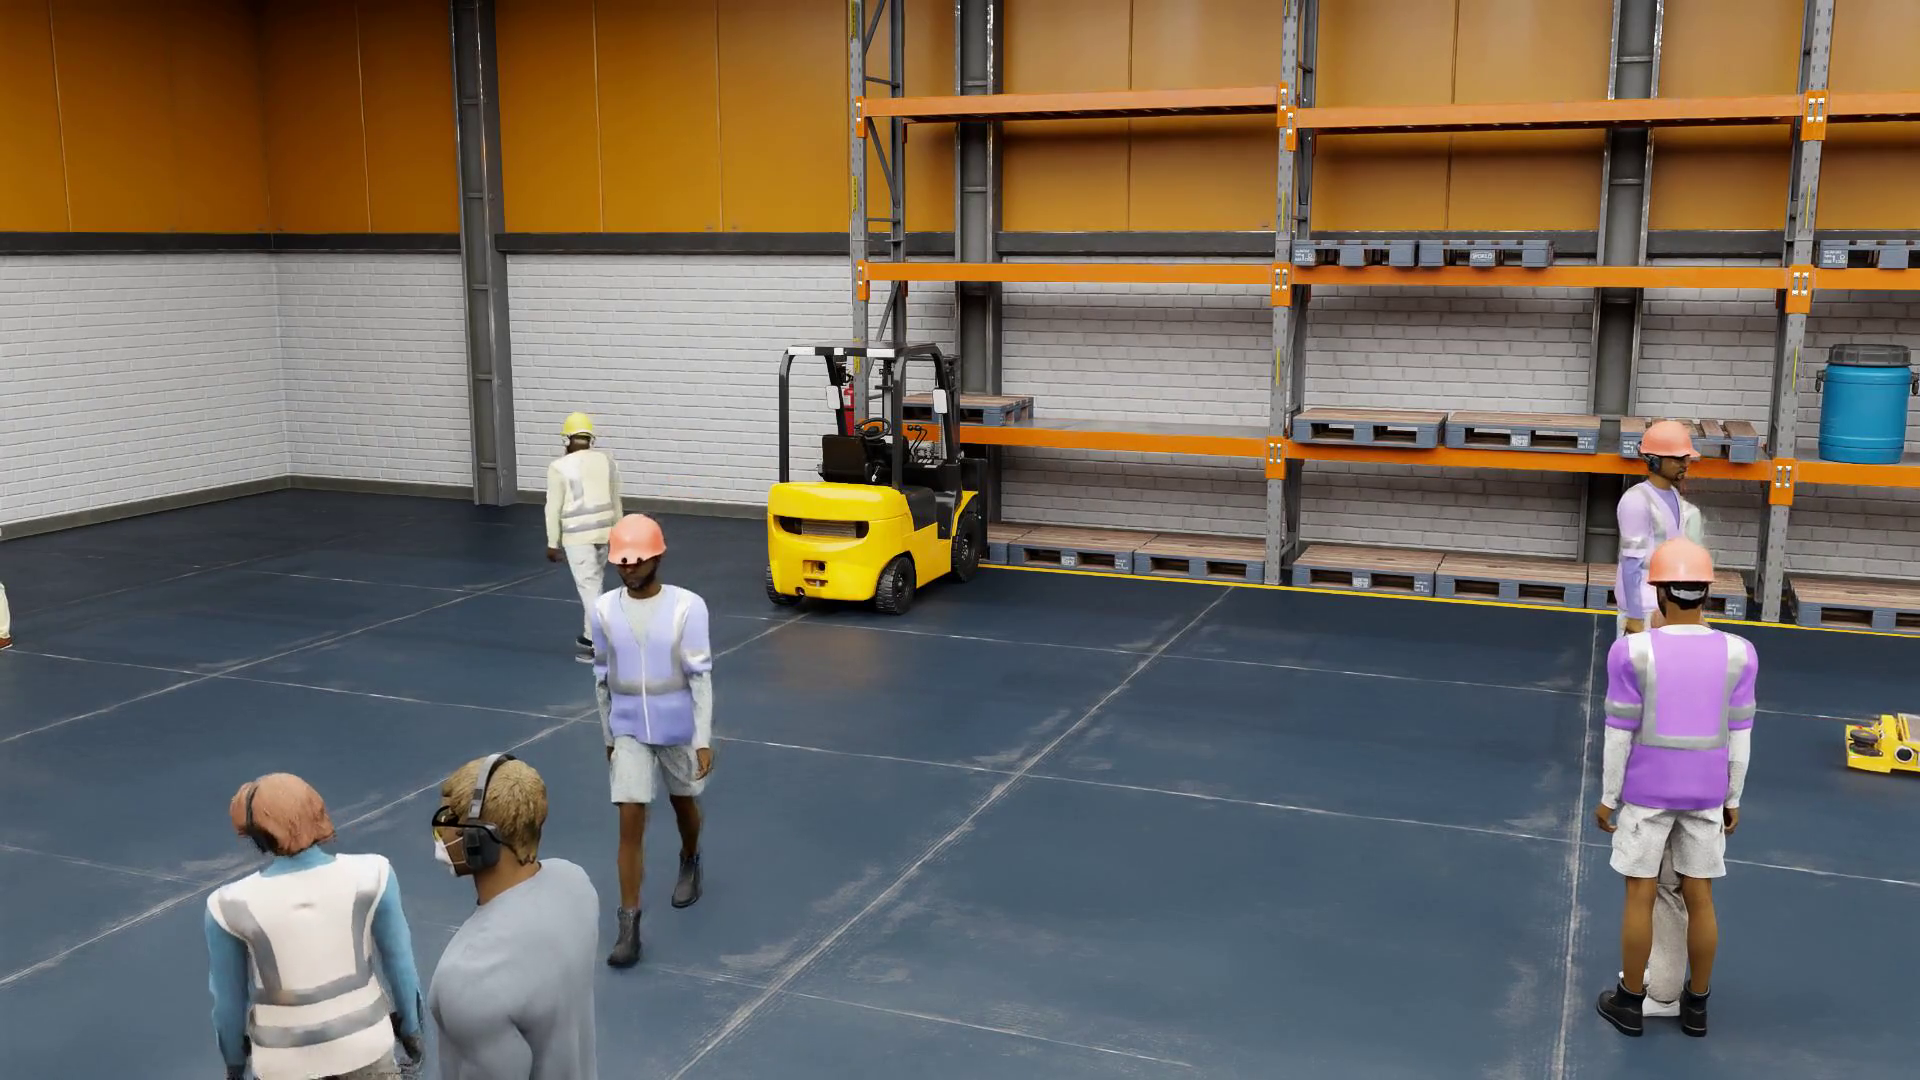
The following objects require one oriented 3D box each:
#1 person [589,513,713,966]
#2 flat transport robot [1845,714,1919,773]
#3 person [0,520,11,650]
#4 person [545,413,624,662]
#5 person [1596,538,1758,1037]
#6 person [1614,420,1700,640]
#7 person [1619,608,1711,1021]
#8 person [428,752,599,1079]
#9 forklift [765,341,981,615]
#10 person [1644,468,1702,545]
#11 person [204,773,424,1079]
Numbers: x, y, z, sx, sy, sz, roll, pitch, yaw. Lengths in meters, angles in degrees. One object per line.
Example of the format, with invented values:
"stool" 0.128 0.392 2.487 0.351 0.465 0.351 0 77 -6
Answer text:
"person" -1.334 0.801 7.286 0.554 1.893 0.985 0 10 3
"flat transport robot" 5.873 1.214 9.489 1.431 0.197 0.652 5 11 26
"person" -7.321 0.025 12.336 0.504 1.626 0.276 3 11 15
"person" -2.711 -0.020 12.165 0.656 1.794 0.611 8 13 38
"person" 2.705 0.948 6.346 0.542 1.931 0.366 1 10 5
"person" 3.912 0.343 9.396 0.386 2.045 0.605 9 14 42
"person" 2.779 1.061 6.525 0.307 1.641 0.511 5 12 28
"person" -0.992 1.414 3.729 0.372 1.940 0.630 1 10 4
"forklift" -0.739 -0.602 14.246 1.214 2.155 2.313 4 11 21
"person" 4.550 0.300 10.788 0.364 1.622 0.537 -6 12 -28
"person" -1.765 1.419 4.601 0.537 1.616 0.360 -6 12 -29
